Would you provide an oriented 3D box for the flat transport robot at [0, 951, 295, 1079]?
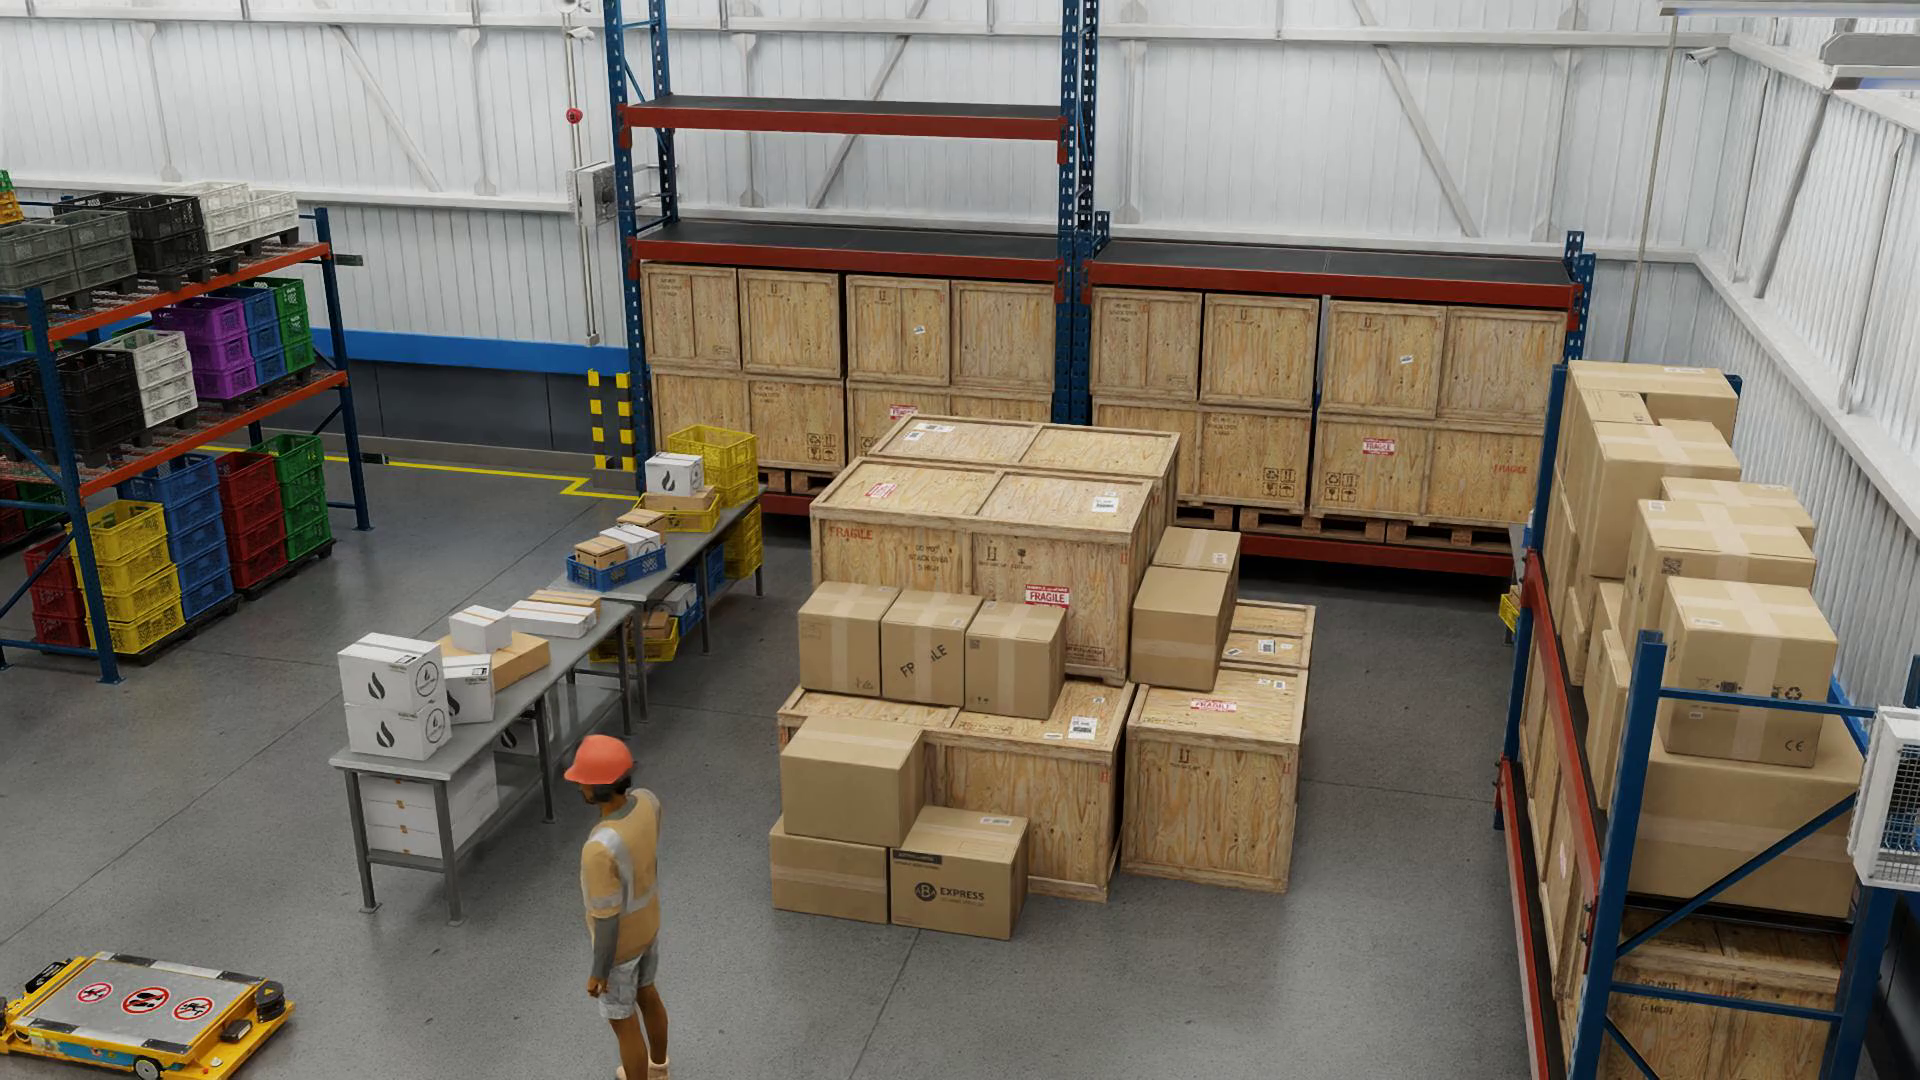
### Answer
[{"bbox_3d":[-4.270,2.464,8.601,1.431,0.231,0.659,5,22,13],"label":"flat transport robot"}]

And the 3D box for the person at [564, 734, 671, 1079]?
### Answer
[{"bbox_3d":[-1.597,1.832,7.774,0.376,2.040,0.613,5,21,12],"label":"person"}]
